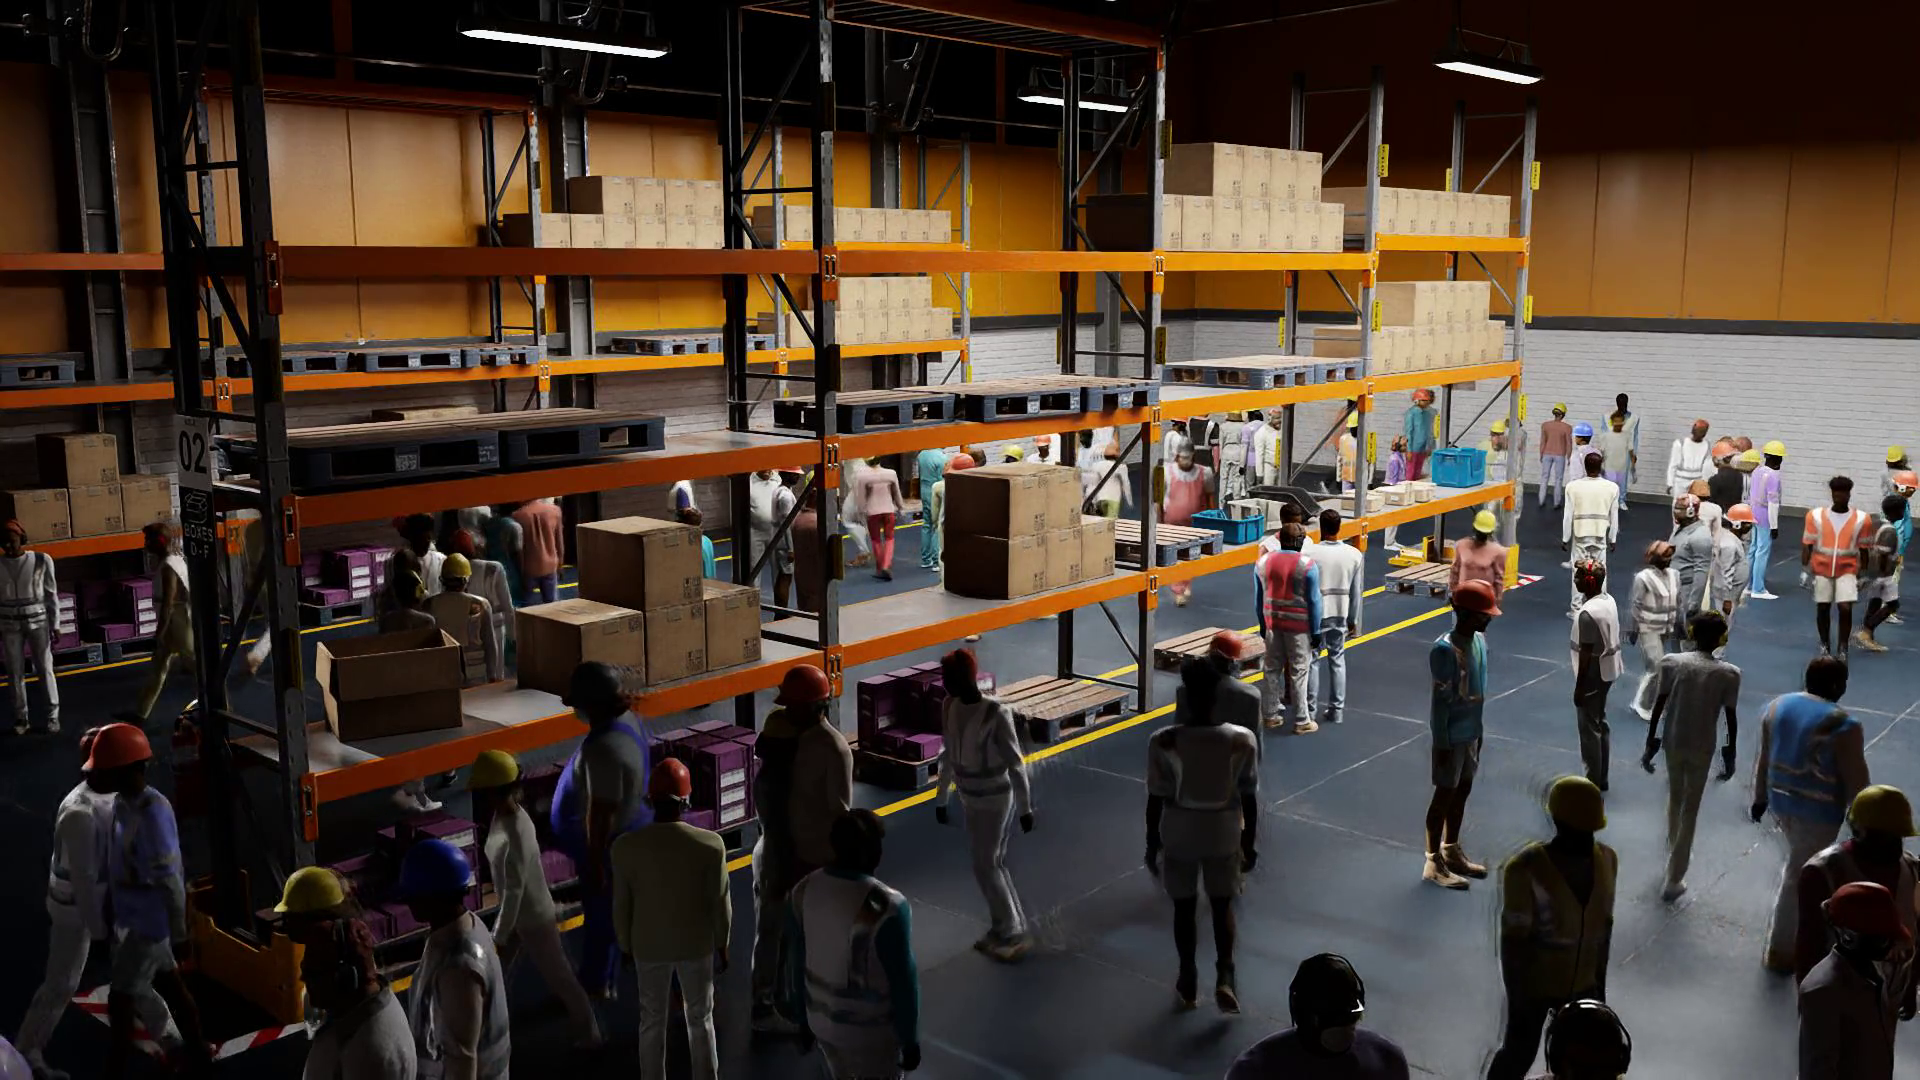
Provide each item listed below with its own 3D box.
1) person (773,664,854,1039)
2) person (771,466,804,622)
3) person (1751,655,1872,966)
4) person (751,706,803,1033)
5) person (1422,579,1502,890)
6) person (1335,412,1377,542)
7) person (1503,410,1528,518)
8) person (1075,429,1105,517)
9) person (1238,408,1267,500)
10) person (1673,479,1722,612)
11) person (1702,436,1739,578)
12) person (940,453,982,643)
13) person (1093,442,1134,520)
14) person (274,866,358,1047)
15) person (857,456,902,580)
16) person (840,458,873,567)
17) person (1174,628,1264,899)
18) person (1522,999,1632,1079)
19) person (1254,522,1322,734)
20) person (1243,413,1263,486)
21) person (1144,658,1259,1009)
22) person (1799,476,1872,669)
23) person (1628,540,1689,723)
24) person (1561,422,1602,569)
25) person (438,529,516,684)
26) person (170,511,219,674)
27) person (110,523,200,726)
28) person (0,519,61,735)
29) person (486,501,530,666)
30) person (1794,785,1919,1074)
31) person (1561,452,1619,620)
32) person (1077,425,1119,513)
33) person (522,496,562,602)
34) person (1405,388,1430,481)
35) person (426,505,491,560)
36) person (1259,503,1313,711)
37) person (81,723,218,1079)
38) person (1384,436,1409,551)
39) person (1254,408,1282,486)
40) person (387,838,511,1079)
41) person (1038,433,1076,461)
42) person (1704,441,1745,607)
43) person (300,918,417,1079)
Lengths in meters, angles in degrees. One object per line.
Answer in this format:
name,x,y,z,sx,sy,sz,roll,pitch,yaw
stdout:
person,-0.777,1.620,8.787,0.408,1.985,0.621,-6,11,-32
person,-1.900,0.030,18.421,0.368,1.933,0.552,-3,10,-17
person,5.013,1.560,9.671,0.810,1.804,0.641,-3,10,-16
person,-0.940,1.733,8.862,0.322,1.737,0.489,1,10,6
person,3.287,1.252,10.858,0.406,2.031,0.612,8,13,41
person,5.688,-0.889,23.959,0.584,1.917,0.381,7,12,35
person,8.729,-1.198,26.328,0.486,1.744,0.298,-4,10,-23
person,1.937,-0.861,24.608,0.891,1.642,0.540,-8,12,-39
person,4.577,-1.216,25.942,0.592,1.912,0.399,-7,12,-37
person,8.328,0.118,18.820,0.509,1.627,0.278,2,10,9
person,9.764,-0.419,21.371,0.515,1.843,0.326,-1,10,-6
person,0.043,0.084,17.798,0.605,2.037,0.394,6,11,31
person,2.105,-0.527,22.704,0.539,1.607,0.644,8,13,41
person,-2.339,2.113,6.623,0.661,1.719,0.496,-3,10,-15
person,-1.009,-0.334,21.179,0.601,1.734,0.510,-3,10,-17
person,-1.422,-0.574,22.128,0.452,1.901,0.666,-1,10,-5
person,1.650,1.424,10.655,0.576,1.748,0.341,3,10,16
person,1.820,2.279,4.983,0.630,1.938,0.366,0,10,-2
person,2.853,0.756,14.383,0.619,1.838,0.430,8,12,40
person,4.711,-1.210,26.535,0.540,1.695,0.317,-5,11,-26
person,1.303,1.610,8.967,0.614,1.948,0.510,0,10,0
person,8.745,0.322,16.650,0.614,1.934,0.760,5,11,30
person,6.182,0.809,14.691,0.519,1.622,0.427,-6,11,-32
person,8.240,-0.582,22.036,0.605,1.949,0.402,-8,12,-39
person,-4.062,0.834,13.886,0.715,1.853,0.440,0,10,2
person,-7.582,0.476,16.495,0.319,1.691,0.536,3,10,18
person,-6.945,0.748,14.521,0.931,1.788,0.595,-6,11,-30
person,-8.075,0.746,14.325,0.589,1.876,0.358,-3,10,-19
person,-4.534,0.387,16.631,0.542,1.825,0.456,8,12,38
person,3.945,1.948,7.302,0.594,1.825,0.403,-2,10,-11
person,7.141,-0.034,18.857,0.594,1.915,0.373,2,10,9
person,2.251,-1.439,26.877,0.705,2.000,0.542,-3,10,-16
person,-4.957,-0.155,19.210,0.674,2.000,0.535,-9,13,-42
person,7.520,-1.496,27.348,0.391,1.995,0.613,9,13,44
person,-5.183,0.138,17.462,0.703,2.000,0.837,1,10,7
person,2.959,0.598,15.124,0.595,1.909,0.405,-6,11,-31
person,-3.986,1.812,7.855,0.879,1.901,0.555,-7,12,-37
person,6.140,-0.659,23.452,0.313,1.631,0.525,3,10,17
person,4.701,-1.041,24.944,0.656,1.893,0.399,-7,12,-34
person,-1.904,2.061,6.285,0.411,1.943,0.617,-3,10,-18
person,1.443,-1.033,25.120,0.610,1.817,0.446,0,10,1
person,9.018,-0.203,19.796,0.626,1.949,0.927,-7,12,-36
person,-2.038,2.193,5.638,0.400,1.900,0.636,-5,11,-25
